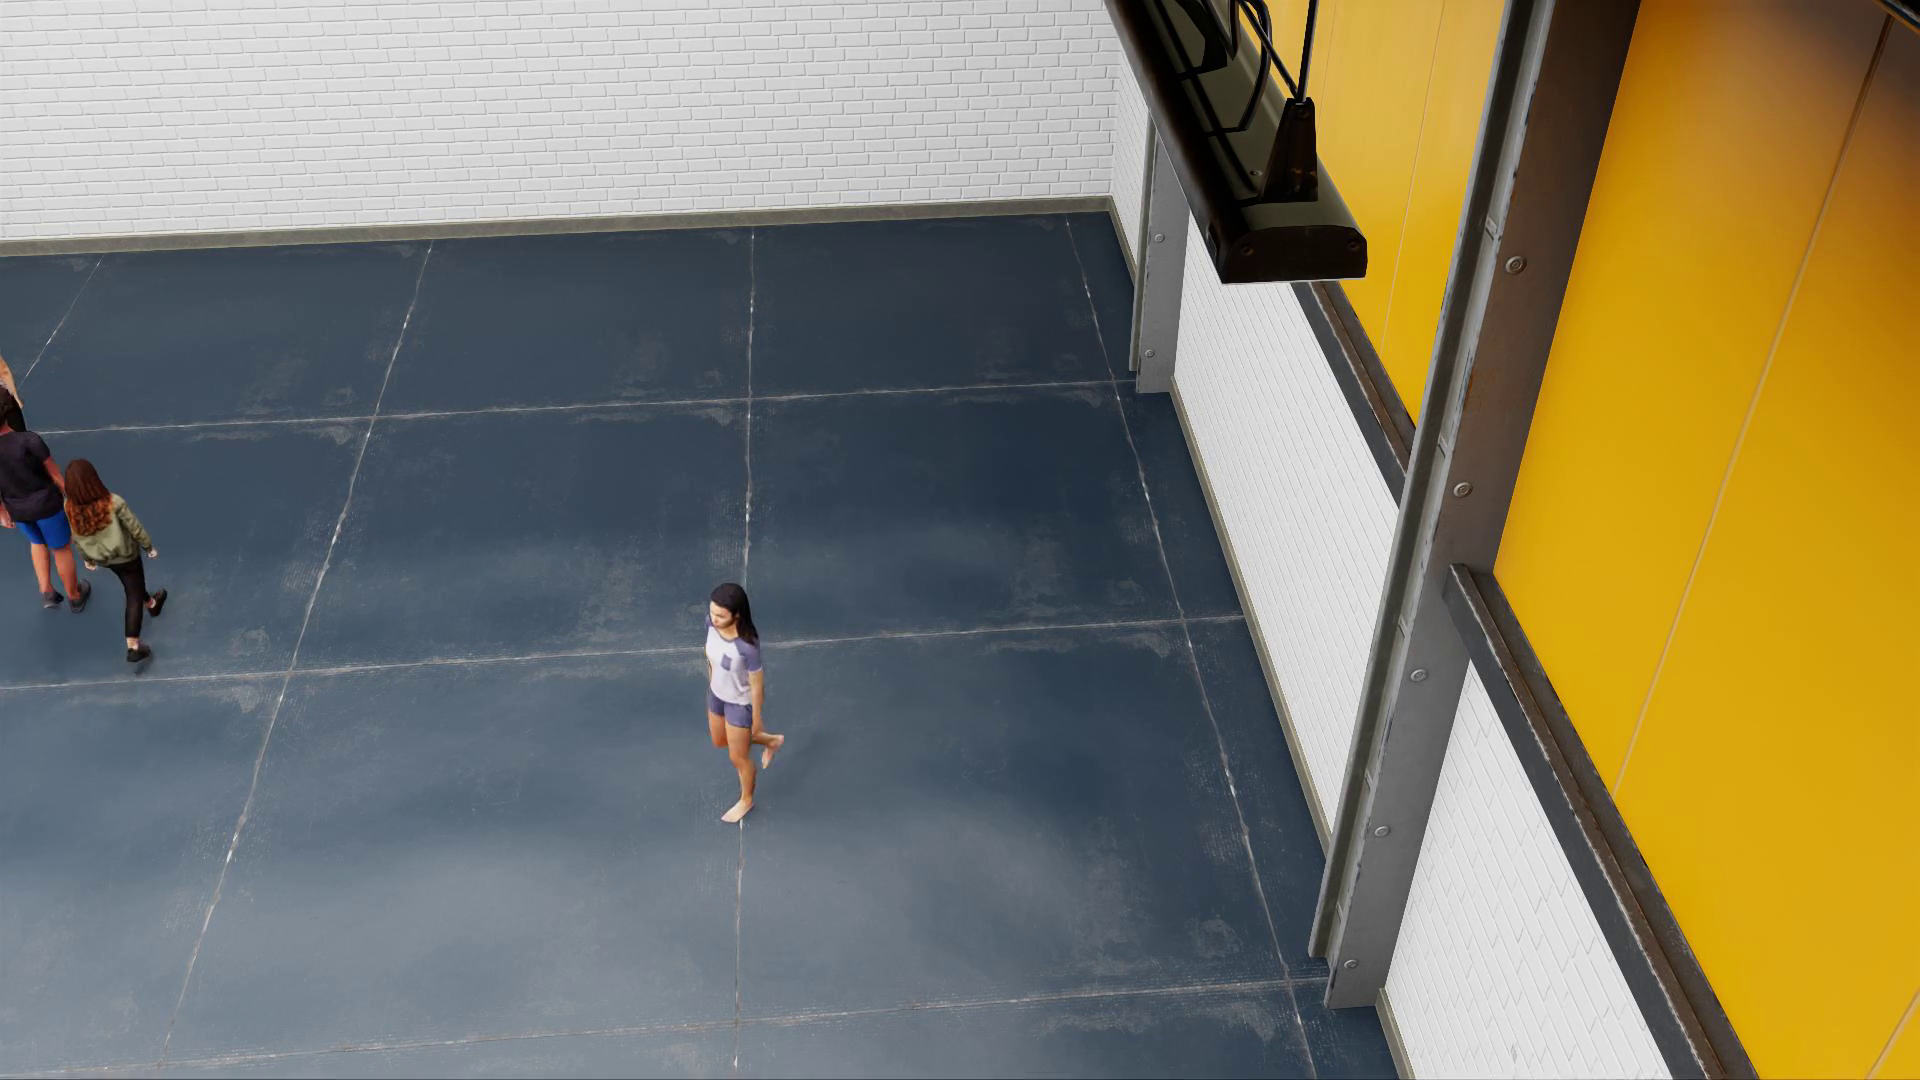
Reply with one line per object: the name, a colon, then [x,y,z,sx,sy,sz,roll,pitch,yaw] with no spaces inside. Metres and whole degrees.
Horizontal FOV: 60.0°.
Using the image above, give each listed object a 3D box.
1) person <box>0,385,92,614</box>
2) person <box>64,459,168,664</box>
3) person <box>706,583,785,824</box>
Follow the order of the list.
person: [-6.112,-0.200,10.933,0.594,1.787,0.650,-3,39,-4]
person: [-5.487,0.140,10.780,0.687,1.446,1.031,2,39,3]
person: [-1.239,0.888,9.628,0.865,1.716,0.912,31,48,33]
